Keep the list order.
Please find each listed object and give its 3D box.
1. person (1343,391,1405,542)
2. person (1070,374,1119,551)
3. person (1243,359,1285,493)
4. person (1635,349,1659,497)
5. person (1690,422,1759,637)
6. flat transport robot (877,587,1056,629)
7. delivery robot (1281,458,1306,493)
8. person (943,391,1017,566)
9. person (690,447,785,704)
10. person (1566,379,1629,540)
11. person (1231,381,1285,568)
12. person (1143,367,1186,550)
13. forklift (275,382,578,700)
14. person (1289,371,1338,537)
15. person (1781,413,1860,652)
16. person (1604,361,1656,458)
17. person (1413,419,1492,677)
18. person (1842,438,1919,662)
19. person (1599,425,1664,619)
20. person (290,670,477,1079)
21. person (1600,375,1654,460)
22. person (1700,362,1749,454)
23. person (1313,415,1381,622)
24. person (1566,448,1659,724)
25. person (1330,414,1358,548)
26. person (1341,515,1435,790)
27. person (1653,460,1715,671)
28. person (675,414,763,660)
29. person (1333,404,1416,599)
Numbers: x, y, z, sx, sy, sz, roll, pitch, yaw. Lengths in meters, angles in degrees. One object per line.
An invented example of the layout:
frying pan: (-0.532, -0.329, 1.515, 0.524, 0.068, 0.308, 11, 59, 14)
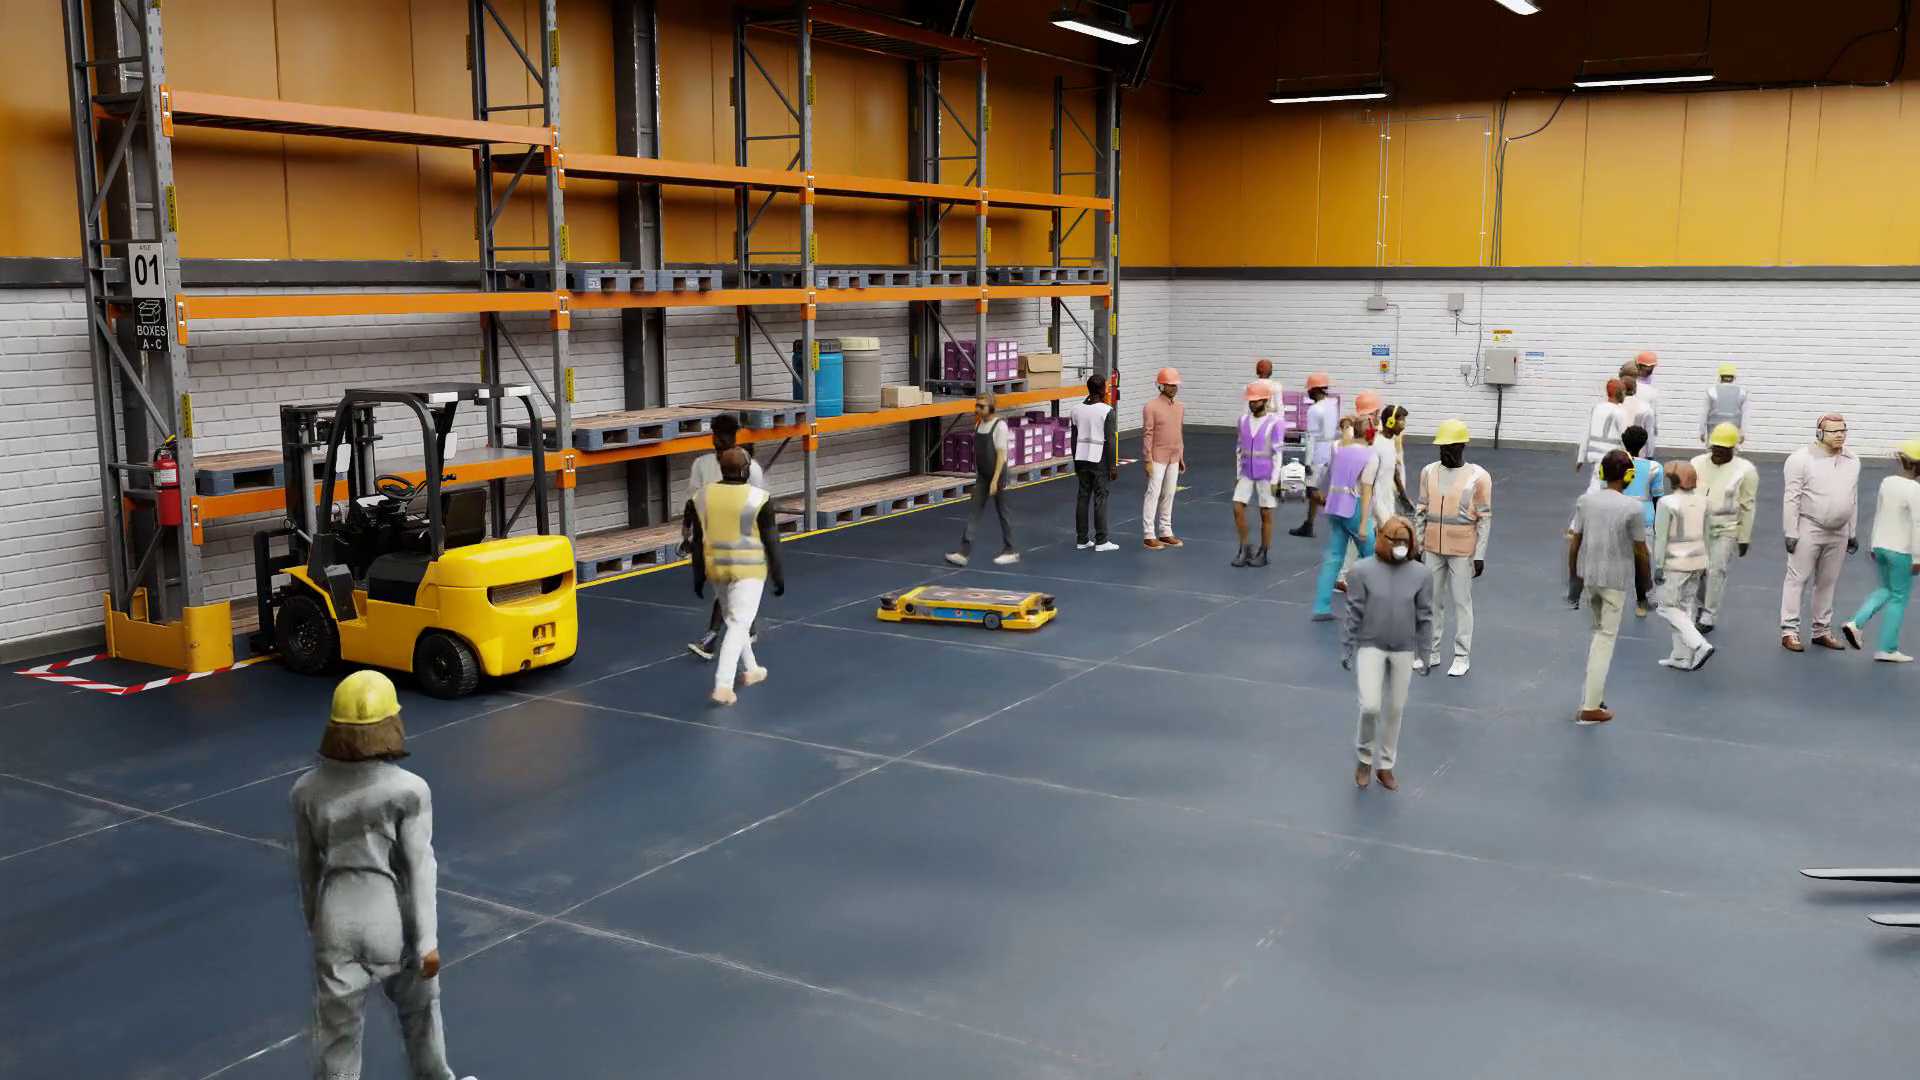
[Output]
person: (3.951, -0.483, 15.917, 0.576, 1.901, 0.500, 4, 10, 25)
person: (1.456, -0.840, 18.098, 0.587, 1.920, 0.391, 8, 12, 42)
person: (4.096, -1.540, 22.672, 0.577, 1.861, 0.838, 8, 12, 43)
person: (9.072, -1.586, 22.492, 0.620, 2.007, 0.737, -6, 11, -34)
person: (6.256, -0.088, 13.787, 0.483, 1.796, 0.635, -7, 12, -39)
flat transport robot: (0.064, 0.573, 14.409, 1.431, 0.197, 0.652, 3, 10, 18)
delivery robot: (4.438, -0.847, 22.093, 0.477, 0.478, 0.707, 2, 9, 12)
person: (0.241, -0.612, 17.011, 0.927, 1.799, 0.533, -8, 12, -40)
person: (-1.576, 0.233, 11.805, 0.644, 1.795, 0.973, 3, 10, 19)
person: (7.300, -0.905, 18.820, 1.003, 1.827, 0.602, -2, 9, -13)
person: (2.995, -0.651, 16.912, 0.566, 1.915, 0.627, 8, 12, 39)
person: (2.251, -0.896, 18.210, 0.614, 1.993, 0.395, -8, 12, -40)
forklift: (-3.974, -0.067, 12.417, 2.313, 2.155, 1.214, 5, 11, 30)
person: (4.104, -0.943, 18.771, 0.755, 1.915, 0.547, 8, 12, 39)
person: (6.881, -0.060, 13.269, 0.637, 1.910, 0.403, -1, 9, -9)
person: (8.525, -1.327, 21.212, 0.633, 1.902, 0.975, 2, 9, 15)
person: (3.673, 0.054, 12.492, 0.366, 1.926, 0.594, -9, 13, -44)
person: (7.229, 0.082, 12.864, 0.497, 1.746, 0.550, -1, 9, -5)
person: (5.834, -0.152, 14.499, 0.539, 1.696, 0.317, 2, 9, 12)
person: (-1.928, 1.262, 5.583, 0.508, 1.709, 0.798, 1, 9, 5)
person: (7.866, -1.042, 19.709, 0.634, 1.814, 0.857, 5, 10, 28)
person: (10.417, -1.517, 22.678, 0.600, 1.809, 0.718, 2, 9, 12)
person: (3.456, -0.180, 14.412, 0.894, 1.793, 0.581, -4, 10, -25)
person: (4.384, 0.312, 11.148, 0.604, 1.841, 0.502, -6, 11, -31)
person: (4.003, -0.480, 16.817, 0.519, 1.608, 0.760, 6, 11, 32)
person: (2.485, 0.661, 9.639, 0.520, 1.615, 0.412, 0, 9, 1)
person: (5.455, 0.213, 12.450, 0.541, 1.615, 0.520, -4, 10, -26)
person: (-1.891, -0.030, 13.047, 0.619, 1.901, 1.033, 5, 10, 28)
person: (3.922, -0.355, 15.471, 1.000, 1.799, 0.515, 4, 10, 24)
